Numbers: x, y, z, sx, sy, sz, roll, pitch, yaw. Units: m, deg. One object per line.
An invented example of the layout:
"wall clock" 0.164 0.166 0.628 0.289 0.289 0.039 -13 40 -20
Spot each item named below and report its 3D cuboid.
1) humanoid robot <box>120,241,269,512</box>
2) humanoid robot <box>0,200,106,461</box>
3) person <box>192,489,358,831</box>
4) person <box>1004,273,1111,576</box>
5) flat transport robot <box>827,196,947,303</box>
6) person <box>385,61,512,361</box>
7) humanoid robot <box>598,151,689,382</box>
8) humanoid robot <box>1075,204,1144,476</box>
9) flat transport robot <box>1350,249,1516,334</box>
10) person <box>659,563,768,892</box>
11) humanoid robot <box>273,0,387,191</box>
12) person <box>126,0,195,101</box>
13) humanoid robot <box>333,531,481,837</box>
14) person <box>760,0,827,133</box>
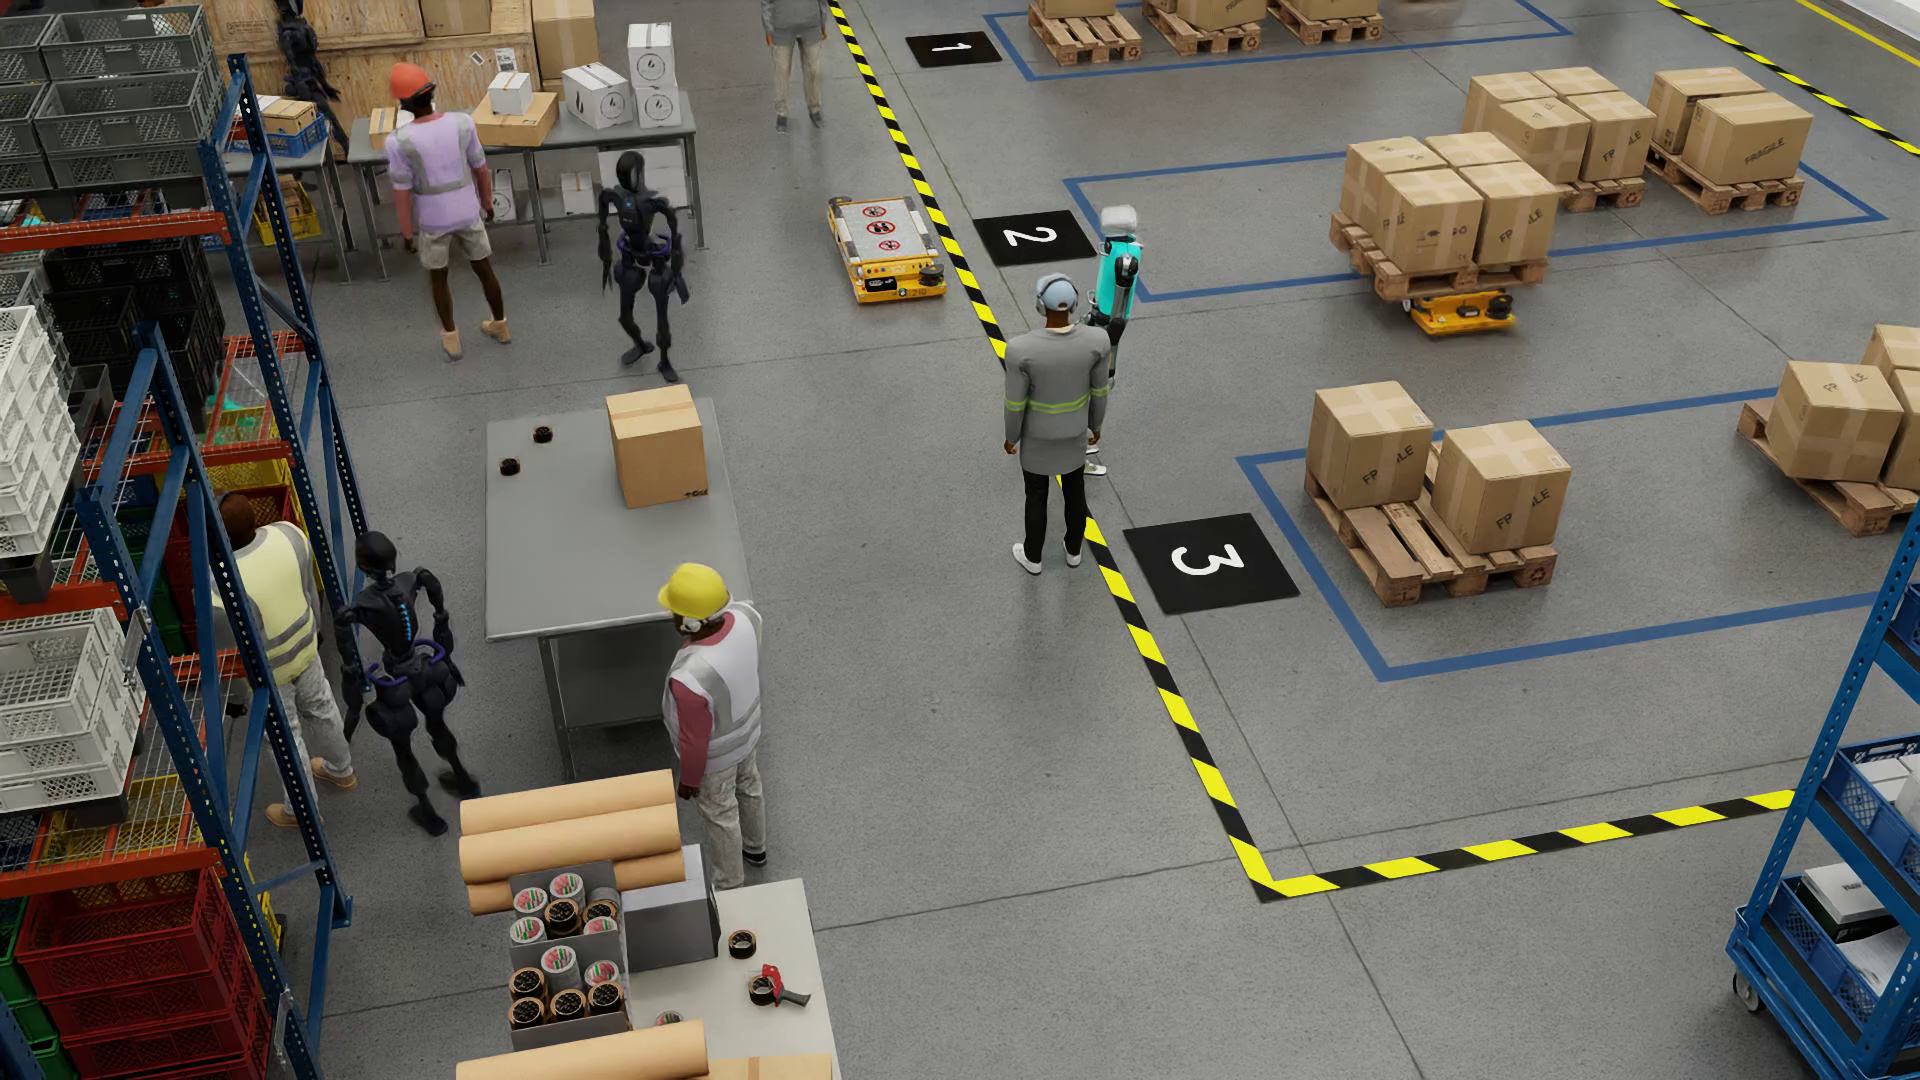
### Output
"humanoid robot" -4.207 -0.792 9.469 0.736 1.875 0.551 8 37 10
"humanoid robot" -5.486 -1.145 9.787 0.530 1.697 0.752 6 37 8
"person" -3.115 0.535 7.514 0.429 1.846 0.630 13 39 17
"person" 0.510 -0.623 9.064 0.588 1.852 0.370 -9 38 -12
"flat transport robot" -0.570 -2.220 12.538 0.659 0.231 1.431 -8 37 -10
"person" -3.398 -2.170 11.008 0.651 2.026 0.444 -22 42 -27
"humanoid robot" -2.043 -1.779 10.770 0.610 1.643 0.435 9 38 11
"humanoid robot" 0.669 -1.157 9.766 0.735 1.677 0.533 -1 37 -2
"flat transport robot" 3.431 -1.957 12.161 0.652 0.197 1.431 -8 37 -10
"person" -1.052 0.833 7.121 0.404 1.835 0.589 12 38 16
"humanoid robot" -5.115 -3.546 13.180 0.797 1.619 0.600 -2 37 -3
"person" -6.015 -3.425 12.751 0.603 1.948 0.388 27 44 32
"humanoid robot" -2.506 0.658 7.487 0.323 1.654 0.596 26 44 30
"person" -1.402 -4.360 14.154 0.572 1.769 0.399 -9 38 -12
